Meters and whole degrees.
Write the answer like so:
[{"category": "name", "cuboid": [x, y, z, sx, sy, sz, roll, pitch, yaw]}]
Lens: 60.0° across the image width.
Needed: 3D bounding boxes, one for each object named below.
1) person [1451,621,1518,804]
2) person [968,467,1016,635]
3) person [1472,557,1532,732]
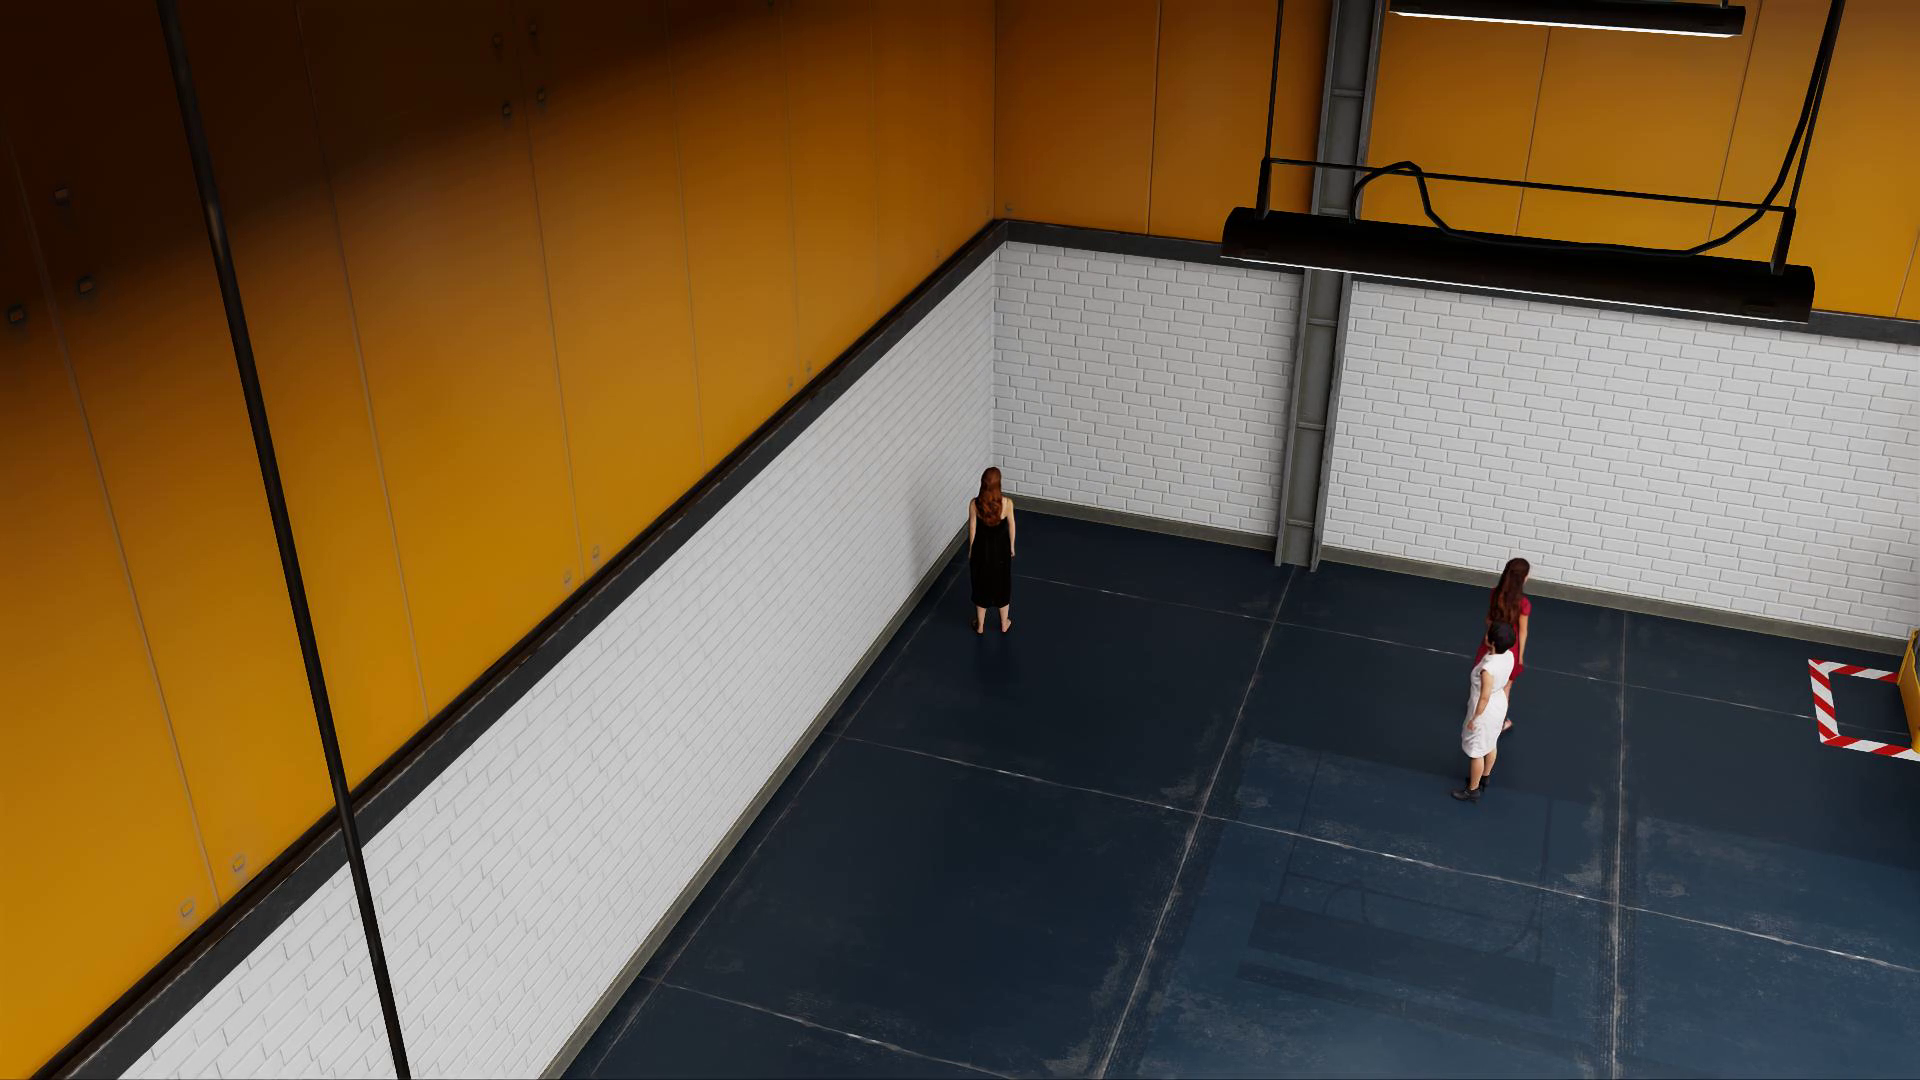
[{"category": "person", "cuboid": [3.969, 1.286, 12.521, 0.629, 1.556, 0.626, 23, 36, 36]}, {"category": "person", "cuboid": [0.273, 0.091, 14.641, 0.625, 1.625, 0.720, -2, 29, -3]}, {"category": "person", "cuboid": [4.348, 0.838, 13.346, 0.722, 1.552, 0.662, -22, 35, -34]}]
